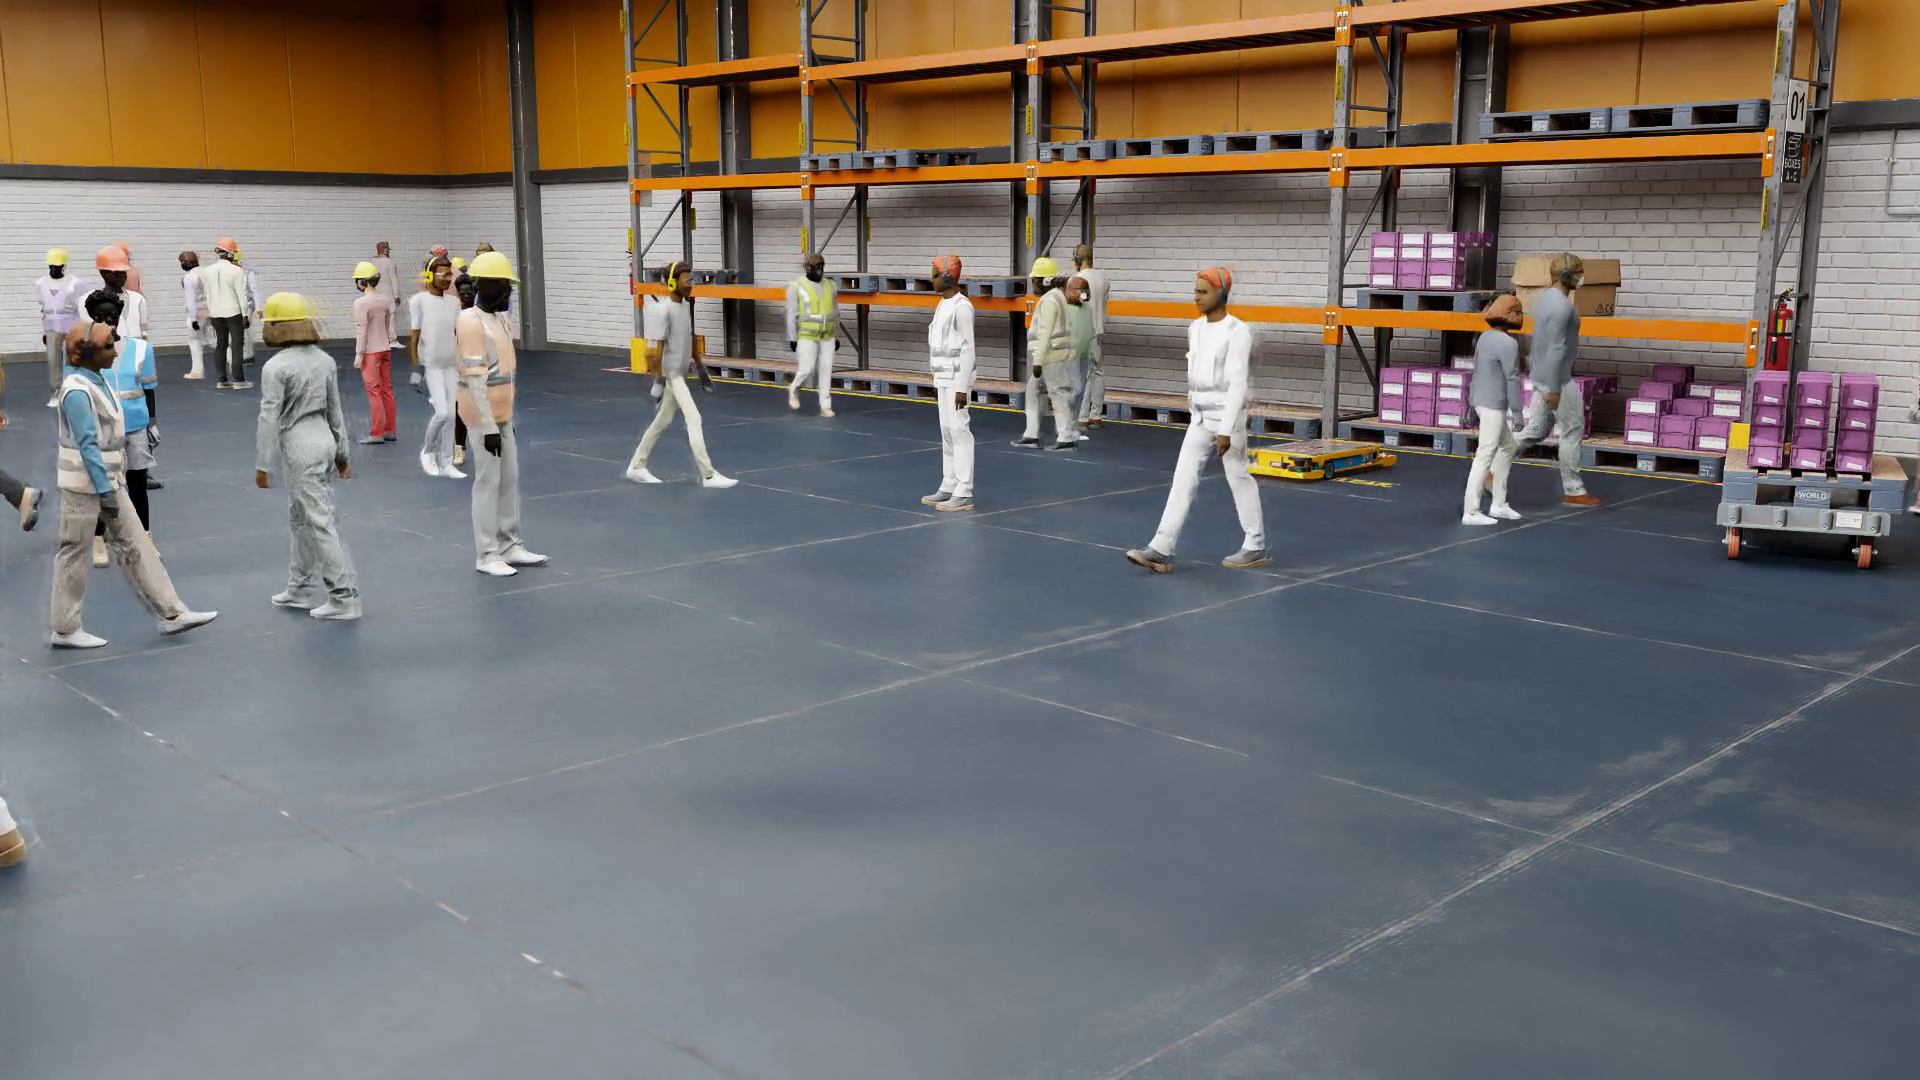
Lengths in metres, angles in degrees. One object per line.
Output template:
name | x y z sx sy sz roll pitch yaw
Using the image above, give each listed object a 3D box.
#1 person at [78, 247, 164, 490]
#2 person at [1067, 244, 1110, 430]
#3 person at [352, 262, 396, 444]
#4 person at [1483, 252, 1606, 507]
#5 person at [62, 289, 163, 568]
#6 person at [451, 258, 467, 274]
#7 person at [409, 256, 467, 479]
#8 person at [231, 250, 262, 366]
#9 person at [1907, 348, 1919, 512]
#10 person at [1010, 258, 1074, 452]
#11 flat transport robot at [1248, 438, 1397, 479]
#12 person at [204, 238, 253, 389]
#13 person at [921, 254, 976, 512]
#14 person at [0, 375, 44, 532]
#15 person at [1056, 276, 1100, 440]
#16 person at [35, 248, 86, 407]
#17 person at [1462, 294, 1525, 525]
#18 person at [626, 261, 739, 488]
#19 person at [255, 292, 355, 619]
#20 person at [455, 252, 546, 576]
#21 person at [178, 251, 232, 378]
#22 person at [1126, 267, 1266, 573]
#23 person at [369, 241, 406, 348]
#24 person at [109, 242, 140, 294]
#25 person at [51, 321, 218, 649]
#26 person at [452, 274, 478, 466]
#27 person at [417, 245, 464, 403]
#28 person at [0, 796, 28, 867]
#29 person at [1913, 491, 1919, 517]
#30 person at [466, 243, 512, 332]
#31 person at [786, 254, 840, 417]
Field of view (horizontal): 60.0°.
person | -6.621 -1.332 13.133 0.435 1.935 0.561 6 12 30
person | 1.301 -2.108 17.335 0.371 1.934 0.627 9 13 39
person | -5.718 -1.814 16.185 0.307 1.770 0.525 2 11 12
person | 4.355 -1.188 12.405 0.915 1.910 0.639 1 10 8
person | -5.195 -0.686 10.223 0.534 1.697 0.318 -9 14 -40
person | -6.717 -2.952 22.539 0.918 1.734 0.532 8 13 36
person | -4.282 -1.415 13.776 0.388 1.852 0.548 7 12 33
person | -11.159 -3.581 25.687 0.628 1.808 0.649 4 11 20
person | 7.194 -0.971 12.031 0.577 1.609 0.420 -1 10 -5
person | 0.740 -1.720 15.546 0.764 1.804 0.616 2 10 8
flat transport robot | 3.070 -0.706 14.224 1.431 0.197 0.652 -10 14 -44
person | -9.669 -2.989 22.017 0.621 1.981 0.439 3 11 15
person | -0.064 -1.153 12.259 0.360 1.884 0.574 -3 11 -17
person | -6.443 -0.880 10.968 0.734 1.809 0.573 1 10 6
person | 1.165 -1.776 16.381 0.353 1.623 0.507 9 14 41
person | -10.711 -2.560 19.966 0.596 1.887 0.939 0 10 -2
person | 3.805 -0.902 11.602 0.609 1.608 0.531 -1 10 -5
person | -2.297 -1.328 13.412 0.989 1.823 0.534 2 10 8
person | -3.531 -0.438 8.786 0.742 1.711 0.503 3 11 17
person | -2.798 -0.740 9.933 0.377 1.913 0.623 1 10 5
person | -10.630 -3.161 23.446 0.740 1.808 0.666 2 11 10
person | 1.487 -0.702 9.940 0.972 1.828 0.603 -6 12 -28
person | -10.302 -4.396 29.881 0.643 1.909 0.410 5 12 27
person | -11.080 -2.947 21.943 0.669 1.920 0.975 6 12 30
person | -4.105 -0.259 8.120 0.809 1.598 0.548 -2 11 -11
person | -4.283 -1.483 14.605 0.535 1.691 0.323 -2 11 -9
person | -6.254 -2.603 20.103 0.649 1.906 0.401 -10 14 -43
person | -3.404 0.221 5.029 0.945 1.797 0.639 -8 13 -37
person | 7.207 -1.011 11.563 0.945 1.844 0.676 9 14 39
person | -5.882 -2.741 20.814 0.622 1.932 0.367 3 11 17
person | -1.653 -2.285 18.617 0.632 1.827 0.594 -7 12 -33
